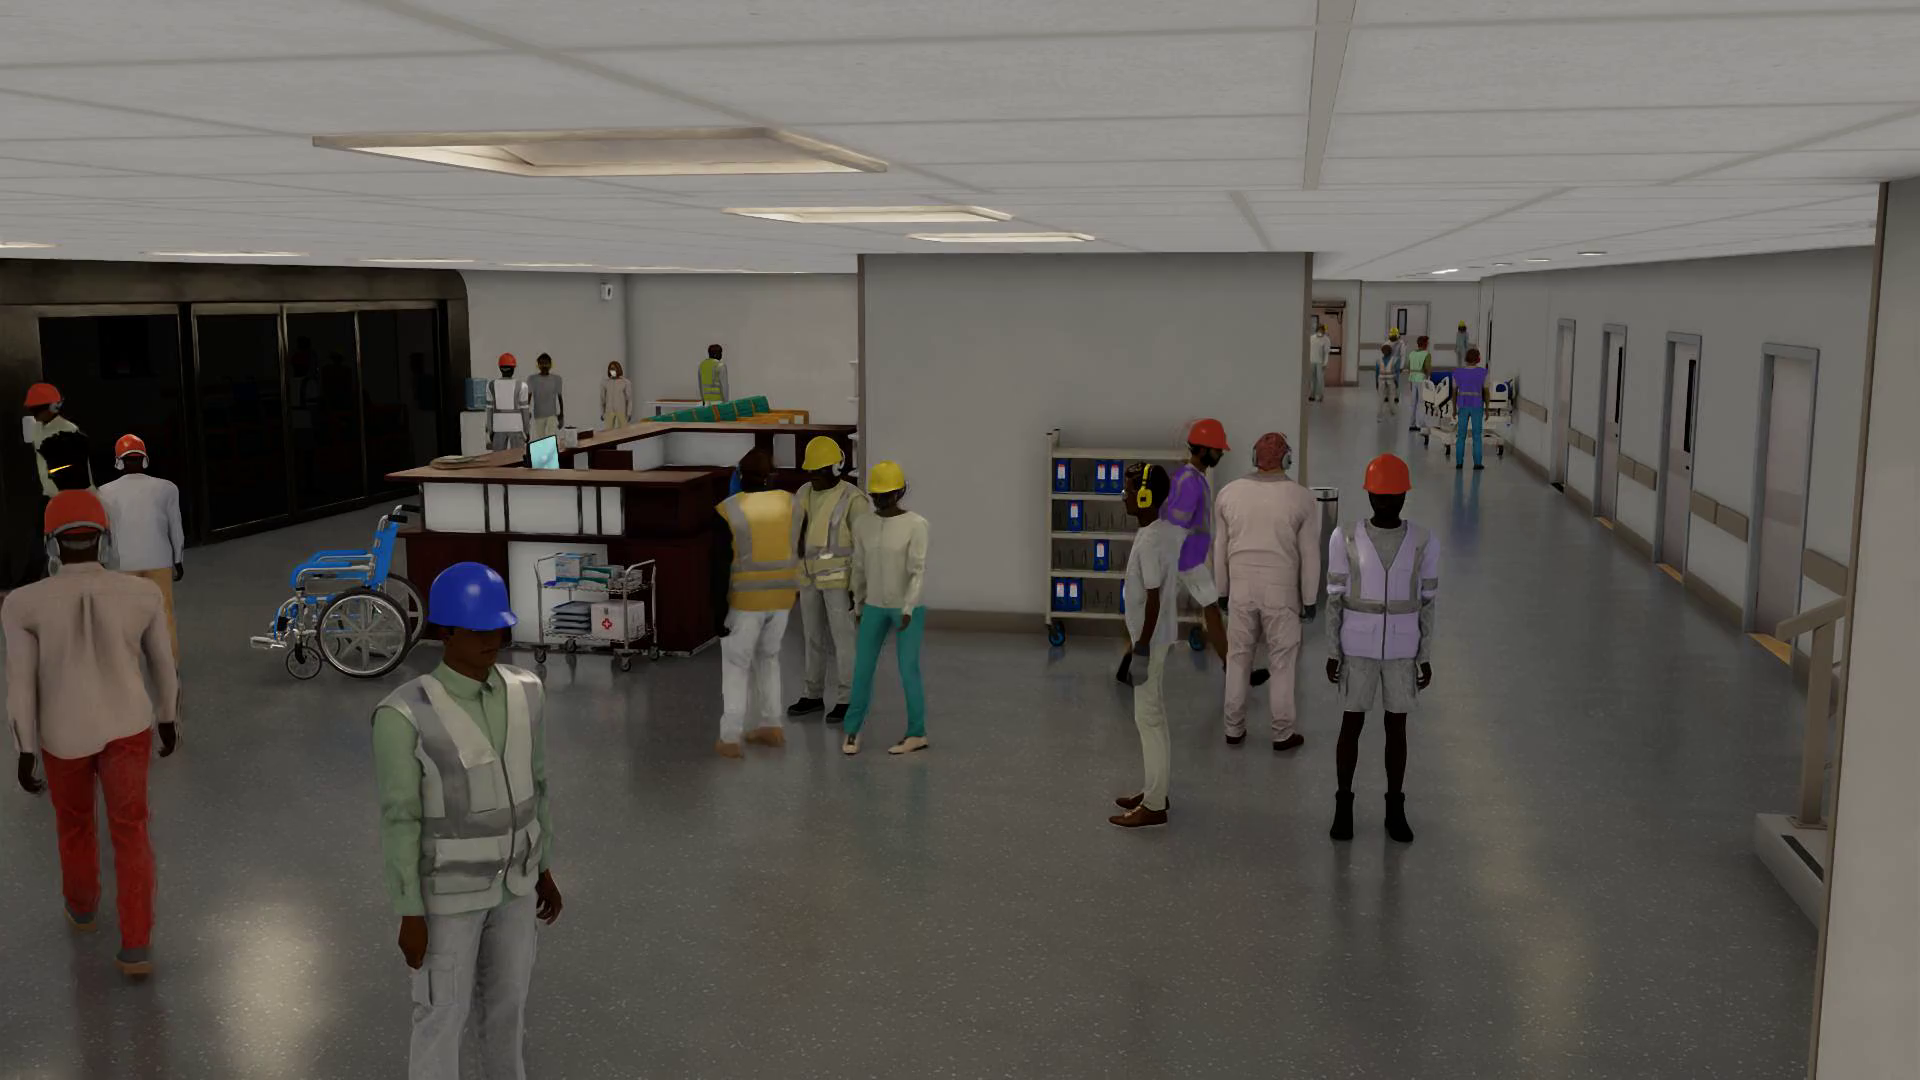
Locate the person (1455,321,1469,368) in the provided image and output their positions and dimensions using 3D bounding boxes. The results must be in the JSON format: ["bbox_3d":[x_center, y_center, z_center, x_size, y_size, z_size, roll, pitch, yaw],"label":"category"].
[{"bbox_3d":[15.964,-6.069,52.778,0.491,1.731,0.492,-5,10,-29],"label":"person"}]

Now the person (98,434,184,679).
[{"bbox_3d":[-5.700,0.134,11.569,0.564,1.743,0.352,-5,10,-28],"label":"person"}]

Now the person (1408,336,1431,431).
[{"bbox_3d":[8.895,-3.023,32.180,0.388,1.848,0.564,-4,10,-27],"label":"person"}]

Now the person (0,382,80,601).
[{"bbox_3d":[-7.823,-0.380,14.329,0.642,1.932,1.059,4,10,26],"label":"person"}]

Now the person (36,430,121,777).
[{"bbox_3d":[-4.924,0.357,9.377,0.376,1.959,0.603,-4,10,-26],"label":"person"}]

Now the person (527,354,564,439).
[{"bbox_3d":[-5.941,-1.736,23.741,0.540,1.822,0.962,-1,9,-8],"label":"person"}]

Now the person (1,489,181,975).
[{"bbox_3d":[-3.528,0.757,6.811,0.647,1.938,1.046,-6,10,-35],"label":"person"}]

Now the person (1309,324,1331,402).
[{"bbox_3d":[8.690,-4.315,40.623,0.421,1.896,0.801,-7,11,-40],"label":"person"}]

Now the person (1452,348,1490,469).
[{"bbox_3d":[7.771,-1.991,25.336,0.566,1.847,0.390,4,10,26],"label":"person"}]

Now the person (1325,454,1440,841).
[{"bbox_3d":[2.091,0.535,8.268,0.544,1.939,0.354,1,9,6],"label":"person"}]

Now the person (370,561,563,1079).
[{"bbox_3d":[-1.452,1.025,4.983,0.384,1.948,0.605,5,10,32],"label":"person"}]

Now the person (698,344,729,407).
[{"bbox_3d":[-4.043,-2.324,27.563,0.635,1.842,0.429,7,11,39],"label":"person"}]

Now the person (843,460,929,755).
[{"bbox_3d":[-0.434,0.399,9.799,0.530,1.748,0.405,4,9,23],"label":"person"}]

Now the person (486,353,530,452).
[{"bbox_3d":[-5.814,-1.445,21.450,0.546,1.929,0.387,0,9,0],"label":"person"}]

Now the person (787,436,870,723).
[{"bbox_3d":[-0.856,0.244,10.584,0.586,1.823,0.403,6,11,35],"label":"person"}]

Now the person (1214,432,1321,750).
[{"bbox_3d":[1.838,0.302,9.959,0.649,1.899,0.398,4,10,27],"label":"person"}]

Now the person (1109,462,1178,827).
[{"bbox_3d":[0.943,0.534,8.504,0.323,1.871,0.528,2,9,13],"label":"person"}]

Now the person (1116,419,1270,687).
[{"bbox_3d":[1.567,0.108,11.361,1.056,1.873,0.550,0,9,-1],"label":"person"}]

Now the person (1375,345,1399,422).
[{"bbox_3d":[8.909,-3.274,34.653,0.519,1.605,0.825,4,9,25],"label":"person"}]

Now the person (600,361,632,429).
[{"bbox_3d":[-5.362,-1.973,25.924,0.500,1.633,0.281,0,9,0],"label":"person"}]

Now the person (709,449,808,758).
[{"bbox_3d":[-1.224,0.361,9.880,0.647,1.805,0.529,-6,10,-33],"label":"person"}]

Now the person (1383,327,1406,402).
[{"bbox_3d":[10.535,-4.254,40.445,0.403,1.824,0.591,-7,11,-40],"label":"person"}]
